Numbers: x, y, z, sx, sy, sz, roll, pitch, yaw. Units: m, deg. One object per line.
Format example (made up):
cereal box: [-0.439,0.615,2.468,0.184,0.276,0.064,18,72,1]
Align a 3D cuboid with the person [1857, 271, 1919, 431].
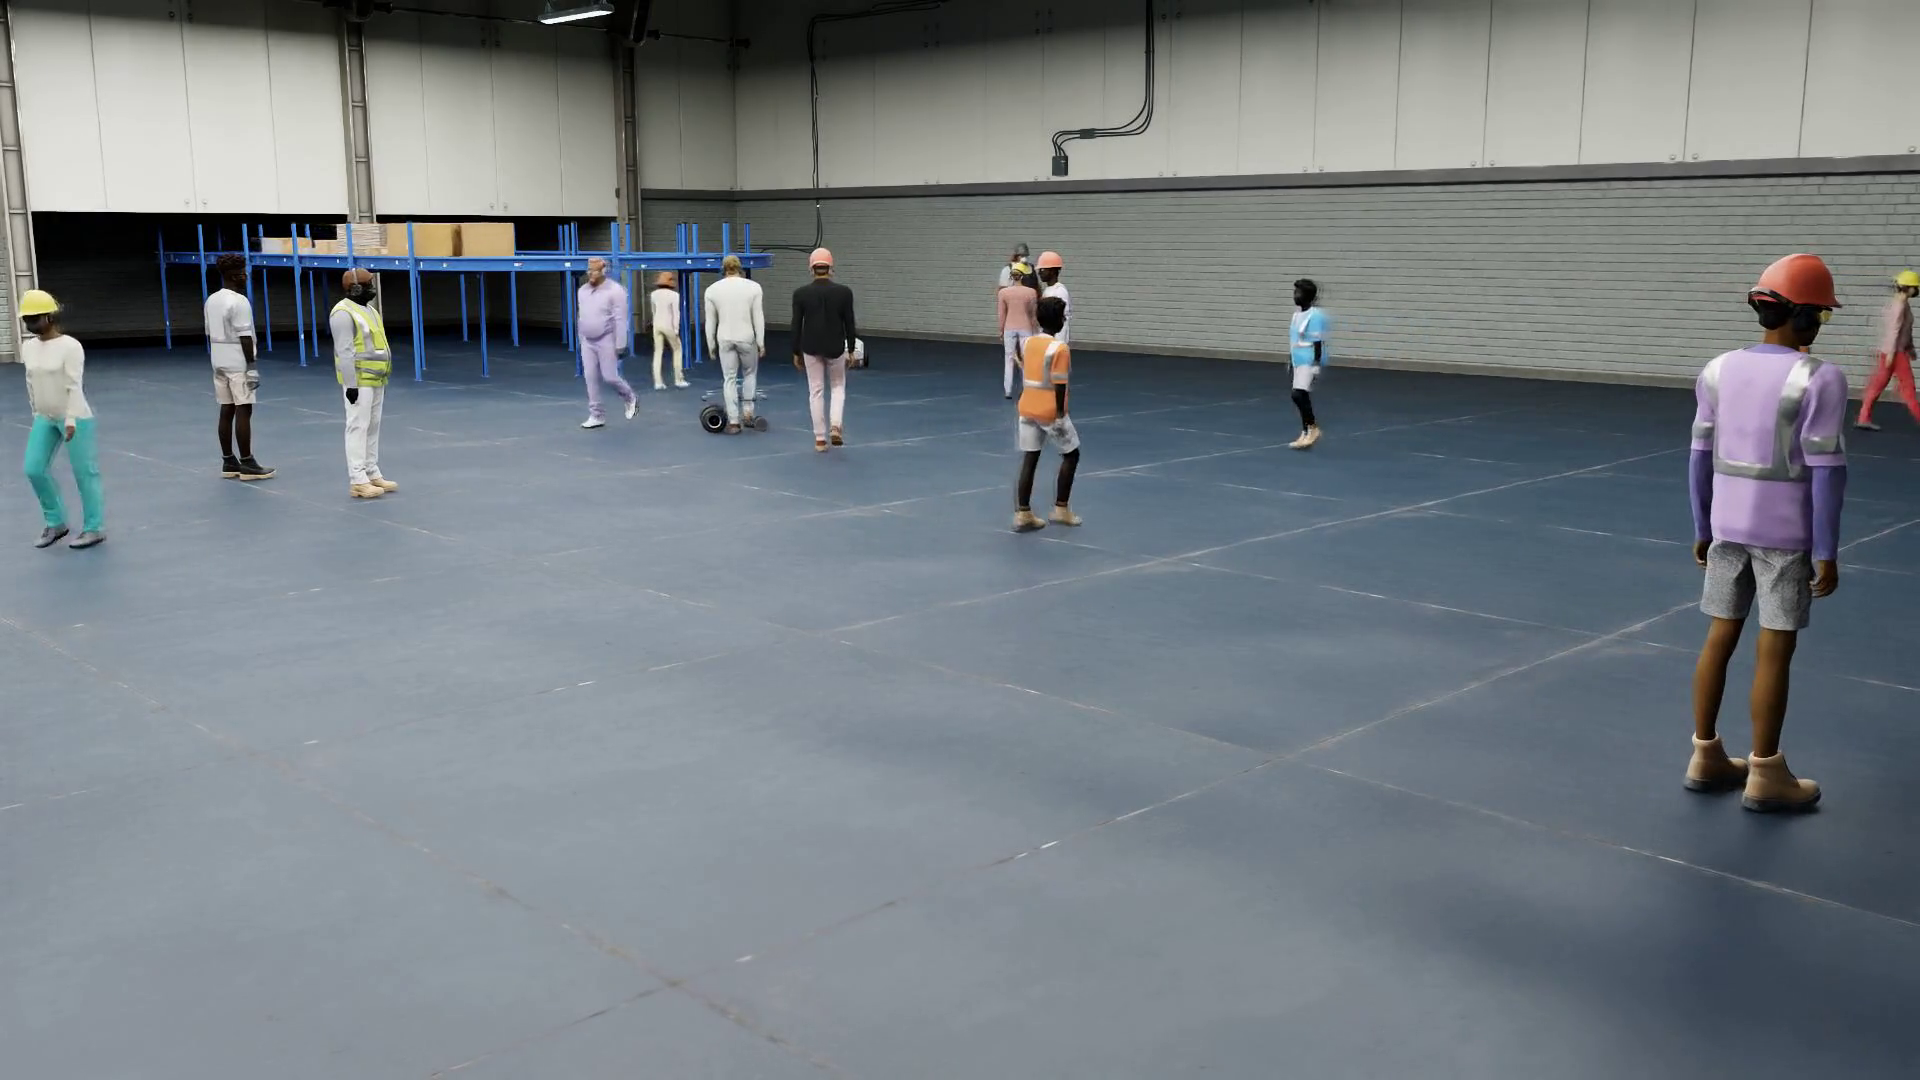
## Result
person: [10.190,-2.016,17.893,0.882,1.727,0.528,5,12,26]

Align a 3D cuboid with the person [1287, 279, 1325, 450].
person: [3.382,-1.724,16.380,0.373,1.681,0.554,-2,11,-12]

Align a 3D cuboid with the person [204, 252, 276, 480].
person: [-6.328,-1.522,14.527,0.608,1.966,0.374,8,13,38]

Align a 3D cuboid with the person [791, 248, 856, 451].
person: [-1.348,-1.872,16.383,0.642,1.982,0.435,-1,10,-7]

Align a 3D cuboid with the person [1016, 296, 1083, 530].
person: [0.661,-0.907,11.971,0.594,1.679,0.546,-8,13,-37]

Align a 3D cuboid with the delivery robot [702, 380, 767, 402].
delivery robot: [-2.469,-1.638,18.164,0.698,0.223,0.335,-2,11,-11]

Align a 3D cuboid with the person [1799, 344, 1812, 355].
person: [9.181,-2.043,18.378,0.462,1.610,0.670,9,13,39]

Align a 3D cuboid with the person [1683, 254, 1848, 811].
person: [3.022,-0.034,6.209,0.391,2.041,0.615,-5,11,-25]

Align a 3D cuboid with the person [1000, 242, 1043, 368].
person: [0.988,-3.827,27.010,0.687,2.000,0.862,-5,11,-25]

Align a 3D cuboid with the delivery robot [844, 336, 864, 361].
delivery robot: [-1.715,-3.066,26.664,0.477,0.478,0.707,-1,10,-2]

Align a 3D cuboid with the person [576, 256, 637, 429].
person: [-3.950,-2.206,18.485,0.648,1.887,0.630,6,12,28]

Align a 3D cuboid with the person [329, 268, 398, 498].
person: [-4.866,-1.291,13.602,0.429,1.846,0.633,0,10,2]

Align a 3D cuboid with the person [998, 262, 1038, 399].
person: [0.755,-2.707,21.561,0.524,1.760,0.327,2,11,13]

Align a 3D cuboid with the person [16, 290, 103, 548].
person: [-6.090,-0.803,11.200,0.539,1.746,0.527,3,11,14]

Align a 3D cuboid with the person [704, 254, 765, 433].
person: [-2.430,-2.125,17.984,0.643,1.904,0.634,0,10,-2]

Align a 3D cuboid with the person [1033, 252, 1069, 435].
person: [0.960,-2.083,17.667,0.373,1.934,0.551,-2,11,-13]

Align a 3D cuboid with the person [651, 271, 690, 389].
person: [-4.030,-2.903,23.022,0.518,1.607,0.667,5,11,25]
